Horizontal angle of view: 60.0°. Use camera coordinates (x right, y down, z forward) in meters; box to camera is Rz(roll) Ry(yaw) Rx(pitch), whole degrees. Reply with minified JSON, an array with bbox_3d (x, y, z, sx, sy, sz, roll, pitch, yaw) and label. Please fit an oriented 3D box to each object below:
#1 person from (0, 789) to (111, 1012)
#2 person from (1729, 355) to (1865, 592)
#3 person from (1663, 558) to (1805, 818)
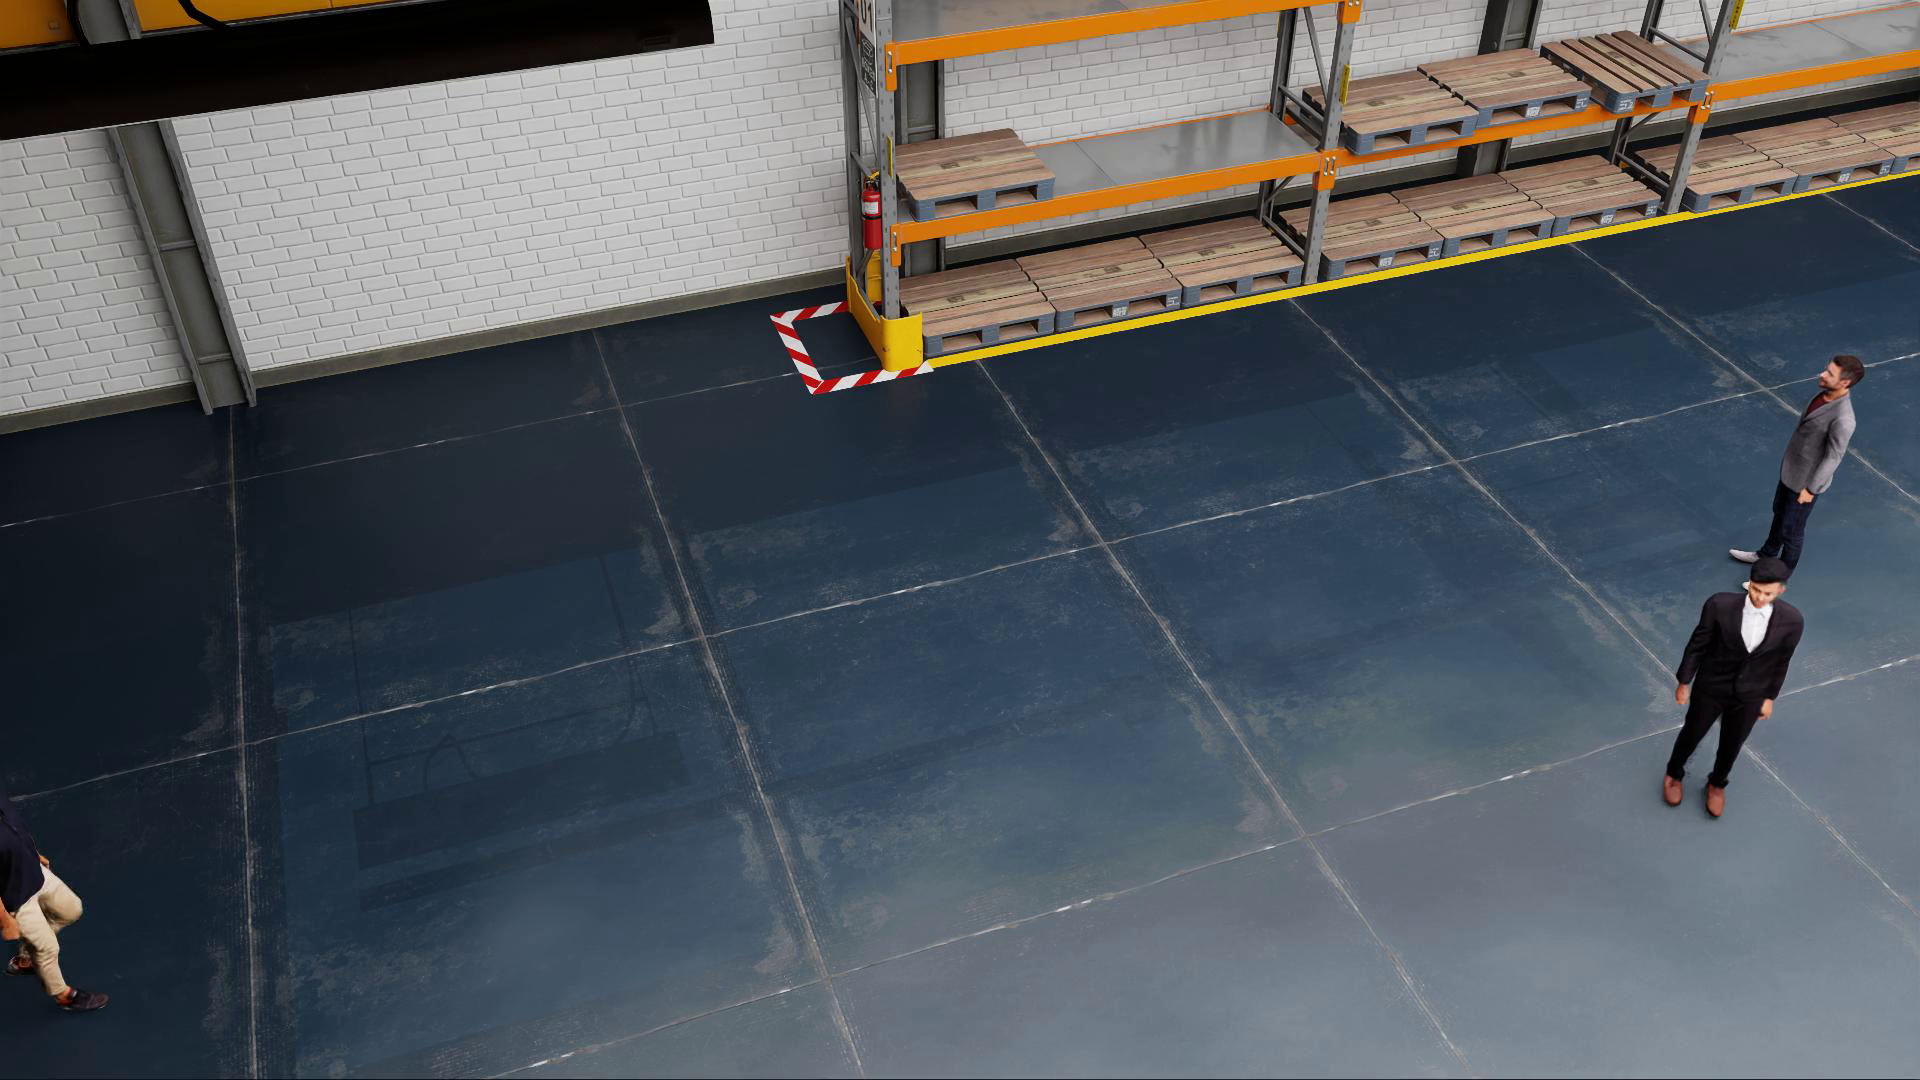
[{"bbox_3d":[-4.917,1.797,8.516,0.808,1.841,0.739,-5,39,-6],"label":"person"},{"bbox_3d":[5.750,-0.461,11.317,0.776,1.875,0.776,5,39,7],"label":"person"},{"bbox_3d":[4.496,0.830,9.702,0.750,1.873,0.830,11,40,14],"label":"person"}]
